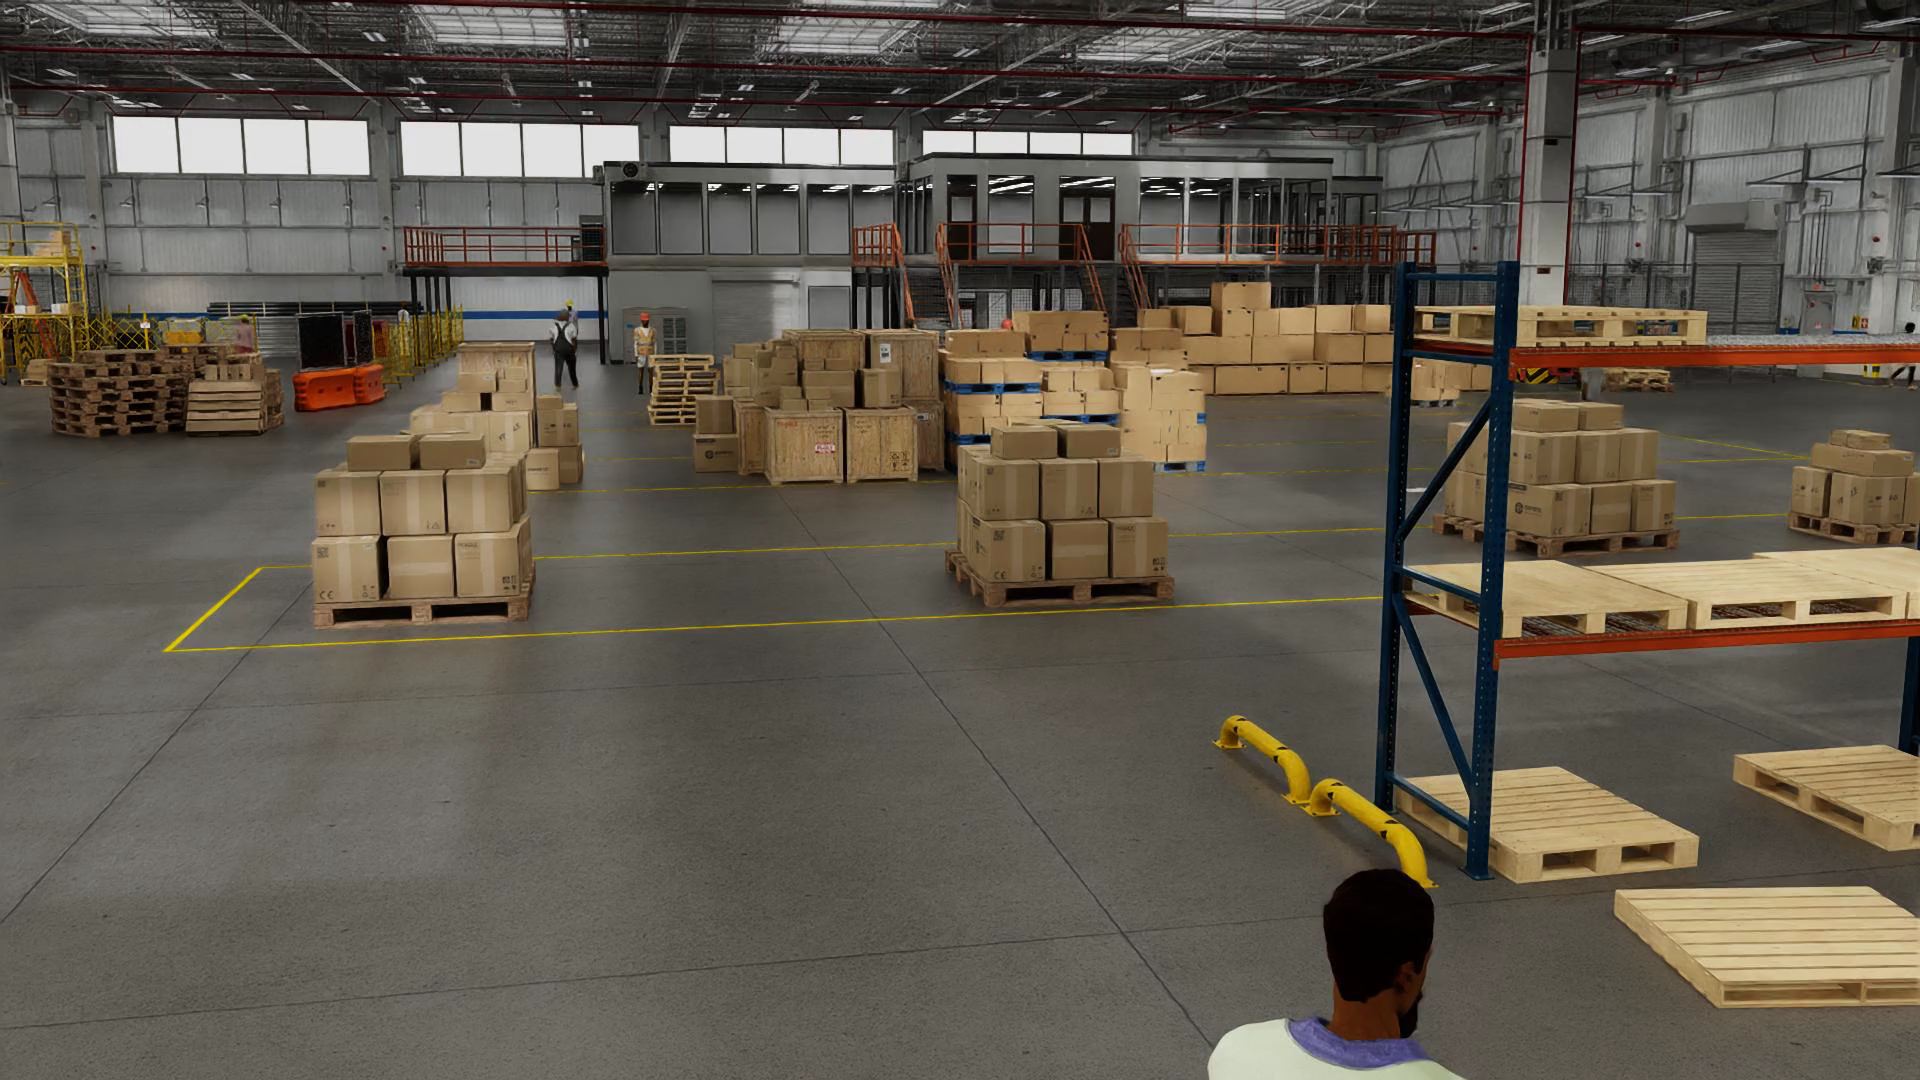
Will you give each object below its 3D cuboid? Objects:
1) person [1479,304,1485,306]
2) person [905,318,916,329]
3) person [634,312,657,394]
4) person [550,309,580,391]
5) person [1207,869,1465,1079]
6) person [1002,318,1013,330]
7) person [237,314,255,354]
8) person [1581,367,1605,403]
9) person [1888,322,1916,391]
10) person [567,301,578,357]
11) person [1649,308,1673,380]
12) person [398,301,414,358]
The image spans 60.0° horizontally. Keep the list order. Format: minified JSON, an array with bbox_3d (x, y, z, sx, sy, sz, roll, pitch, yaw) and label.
[{"bbox_3d":[14.306,-5.470,45.656,0.389,1.992,0.625,0,9,-3],"label":"person"},{"bbox_3d":[-1.094,-3.761,35.423,0.376,1.937,0.629,-8,12,-39],"label":"person"},{"bbox_3d":[-7.449,-4.424,39.454,0.545,1.938,0.362,-3,10,-19],"label":"person"},{"bbox_3d":[-9.639,-4.656,40.554,0.693,2.000,1.022,1,9,7],"label":"person"},{"bbox_3d":[0.734,1.552,3.111,0.587,1.913,0.391,7,12,36],"label":"person"},{"bbox_3d":[1.016,-3.362,32.773,0.640,2.001,0.500,-1,9,-3],"label":"person"},{"bbox_3d":[-19.232,-5.220,44.918,0.537,1.741,0.746,1,9,7],"label":"person"},{"bbox_3d":[9.783,-2.119,25.772,0.533,1.831,0.990,-5,10,-27],"label":"person"},{"bbox_3d":[23.159,-4.508,40.750,0.541,1.674,0.707,-3,10,-15],"label":"person"},{"bbox_3d":[-13.112,-7.093,55.903,0.613,1.883,0.953,-3,10,-18],"label":"person"},{"bbox_3d":[18.628,-5.206,44.249,0.585,1.929,0.371,2,9,10],"label":"person"},{"bbox_3d":[-18.391,-6.967,55.125,0.575,1.882,0.355,8,12,41],"label":"person"}]
